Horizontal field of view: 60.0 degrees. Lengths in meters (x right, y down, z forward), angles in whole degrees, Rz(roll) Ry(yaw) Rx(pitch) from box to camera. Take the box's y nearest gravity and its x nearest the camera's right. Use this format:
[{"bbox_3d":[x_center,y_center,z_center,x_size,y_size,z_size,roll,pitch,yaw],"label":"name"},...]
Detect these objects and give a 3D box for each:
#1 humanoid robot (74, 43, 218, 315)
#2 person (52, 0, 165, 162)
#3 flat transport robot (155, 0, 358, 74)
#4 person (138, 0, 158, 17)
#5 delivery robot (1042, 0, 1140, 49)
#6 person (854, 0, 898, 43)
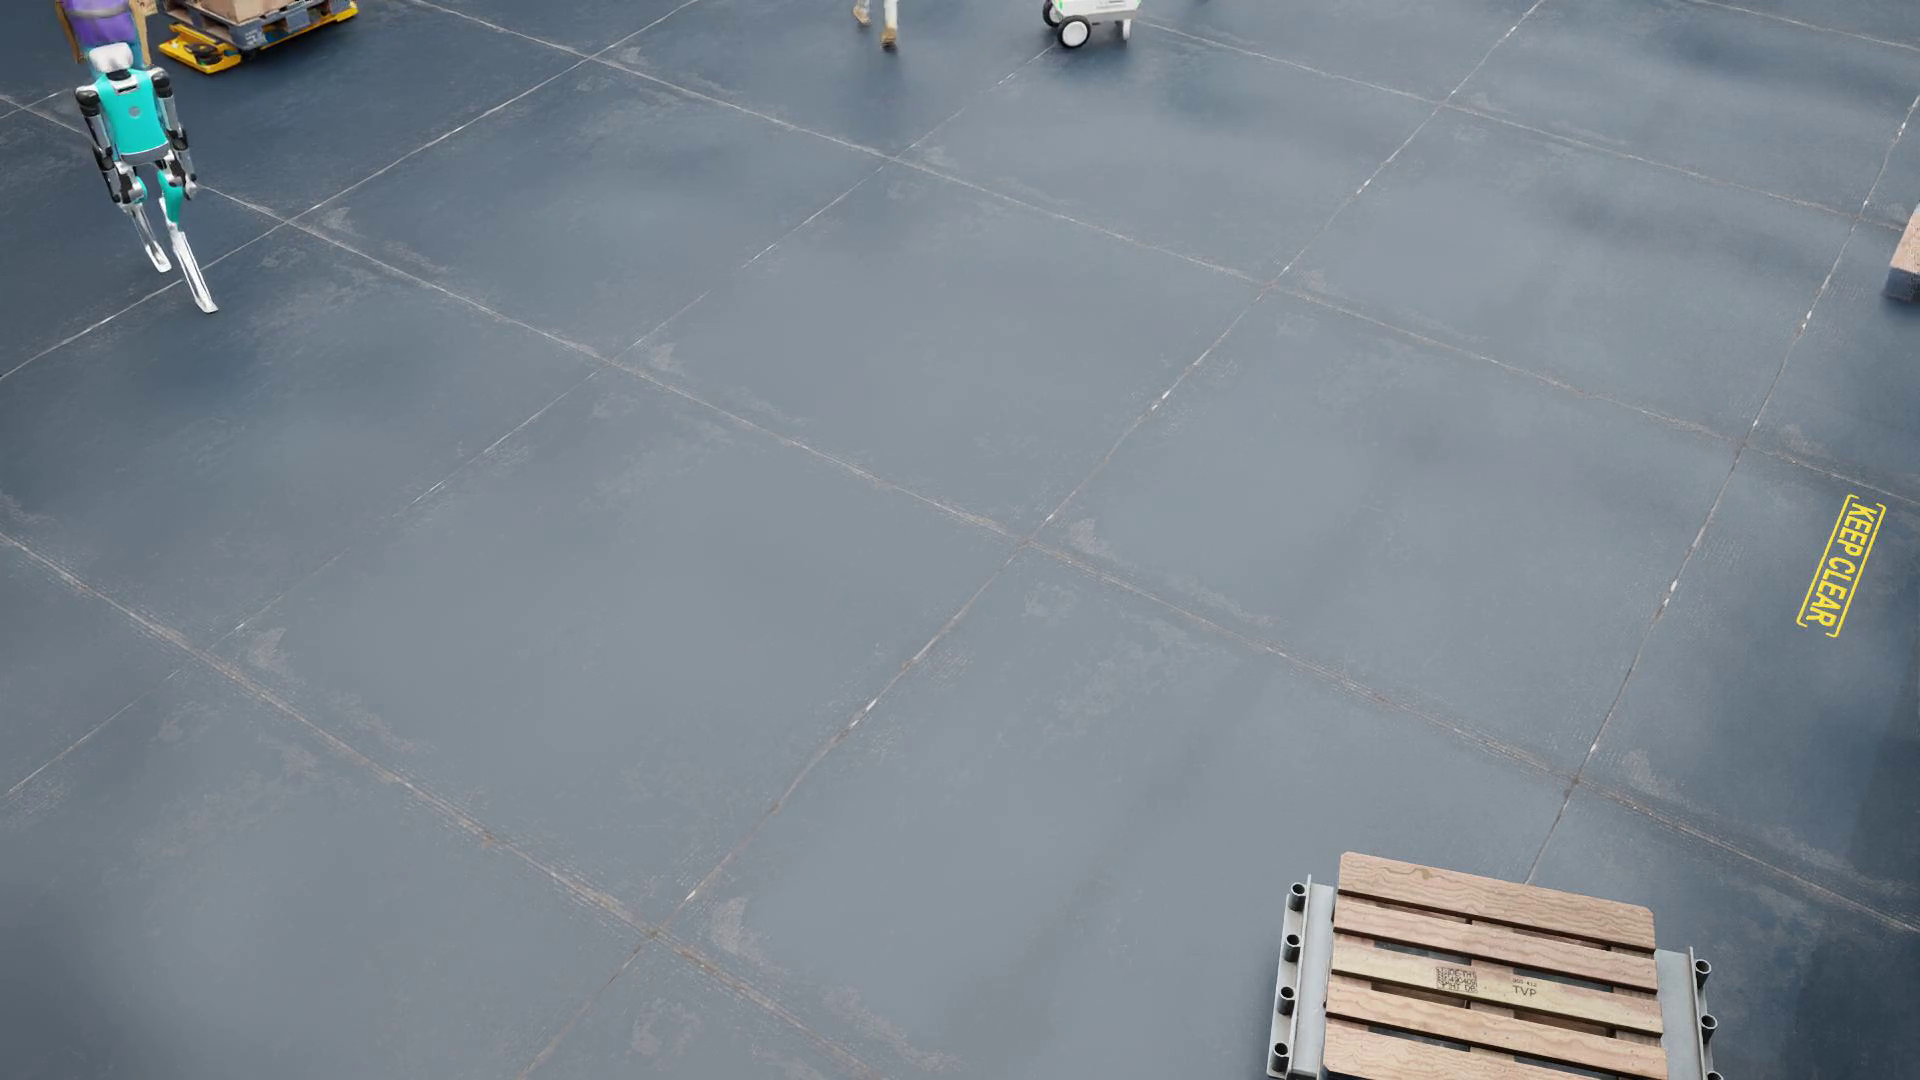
[{"bbox_3d":[-5.074,-2.307,10.307,0.538,1.778,1.047,-28,49,-27],"label":"humanoid robot"},{"bbox_3d":[-5.844,-3.379,11.421,0.563,1.787,0.981,-13,43,-14],"label":"person"},{"bbox_3d":[-5.677,-4.185,13.462,0.659,0.231,1.431,27,48,27],"label":"flat transport robot"},{"bbox_3d":[-6.817,-5.108,13.387,0.321,1.746,0.474,-22,46,-23],"label":"person"},{"bbox_3d":[1.075,-4.308,13.379,0.736,0.586,0.524,-9,43,-10],"label":"delivery robot"},{"bbox_3d":[-0.681,-4.846,13.030,0.458,1.842,0.864,-10,43,-11],"label":"person"}]
